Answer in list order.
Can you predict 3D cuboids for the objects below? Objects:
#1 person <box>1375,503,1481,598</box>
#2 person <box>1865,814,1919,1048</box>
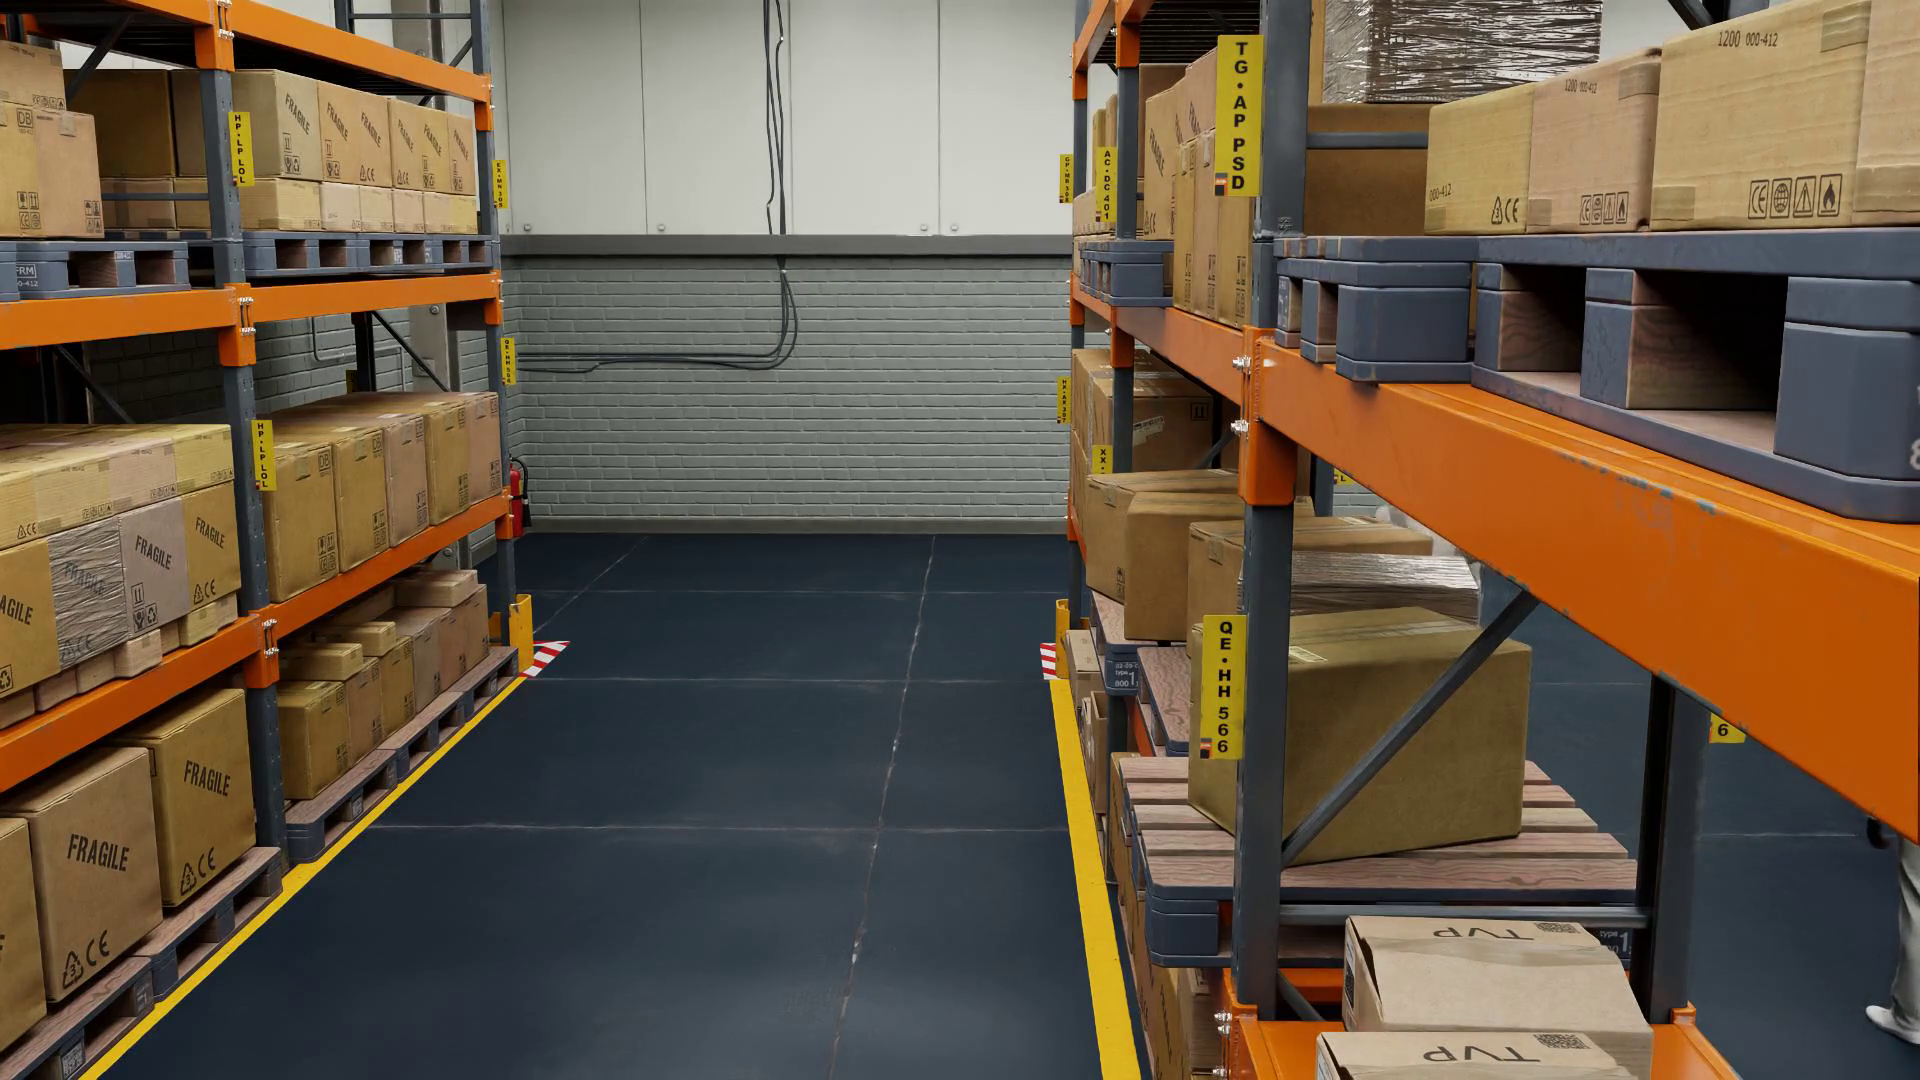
[{"bbox_3d":[2.576,0.416,9.171,0.620,2.014,0.931,0,10,-2],"label":"person"},{"bbox_3d":[3.718,0.973,6.284,0.592,1.922,0.396,0,10,2],"label":"person"}]
